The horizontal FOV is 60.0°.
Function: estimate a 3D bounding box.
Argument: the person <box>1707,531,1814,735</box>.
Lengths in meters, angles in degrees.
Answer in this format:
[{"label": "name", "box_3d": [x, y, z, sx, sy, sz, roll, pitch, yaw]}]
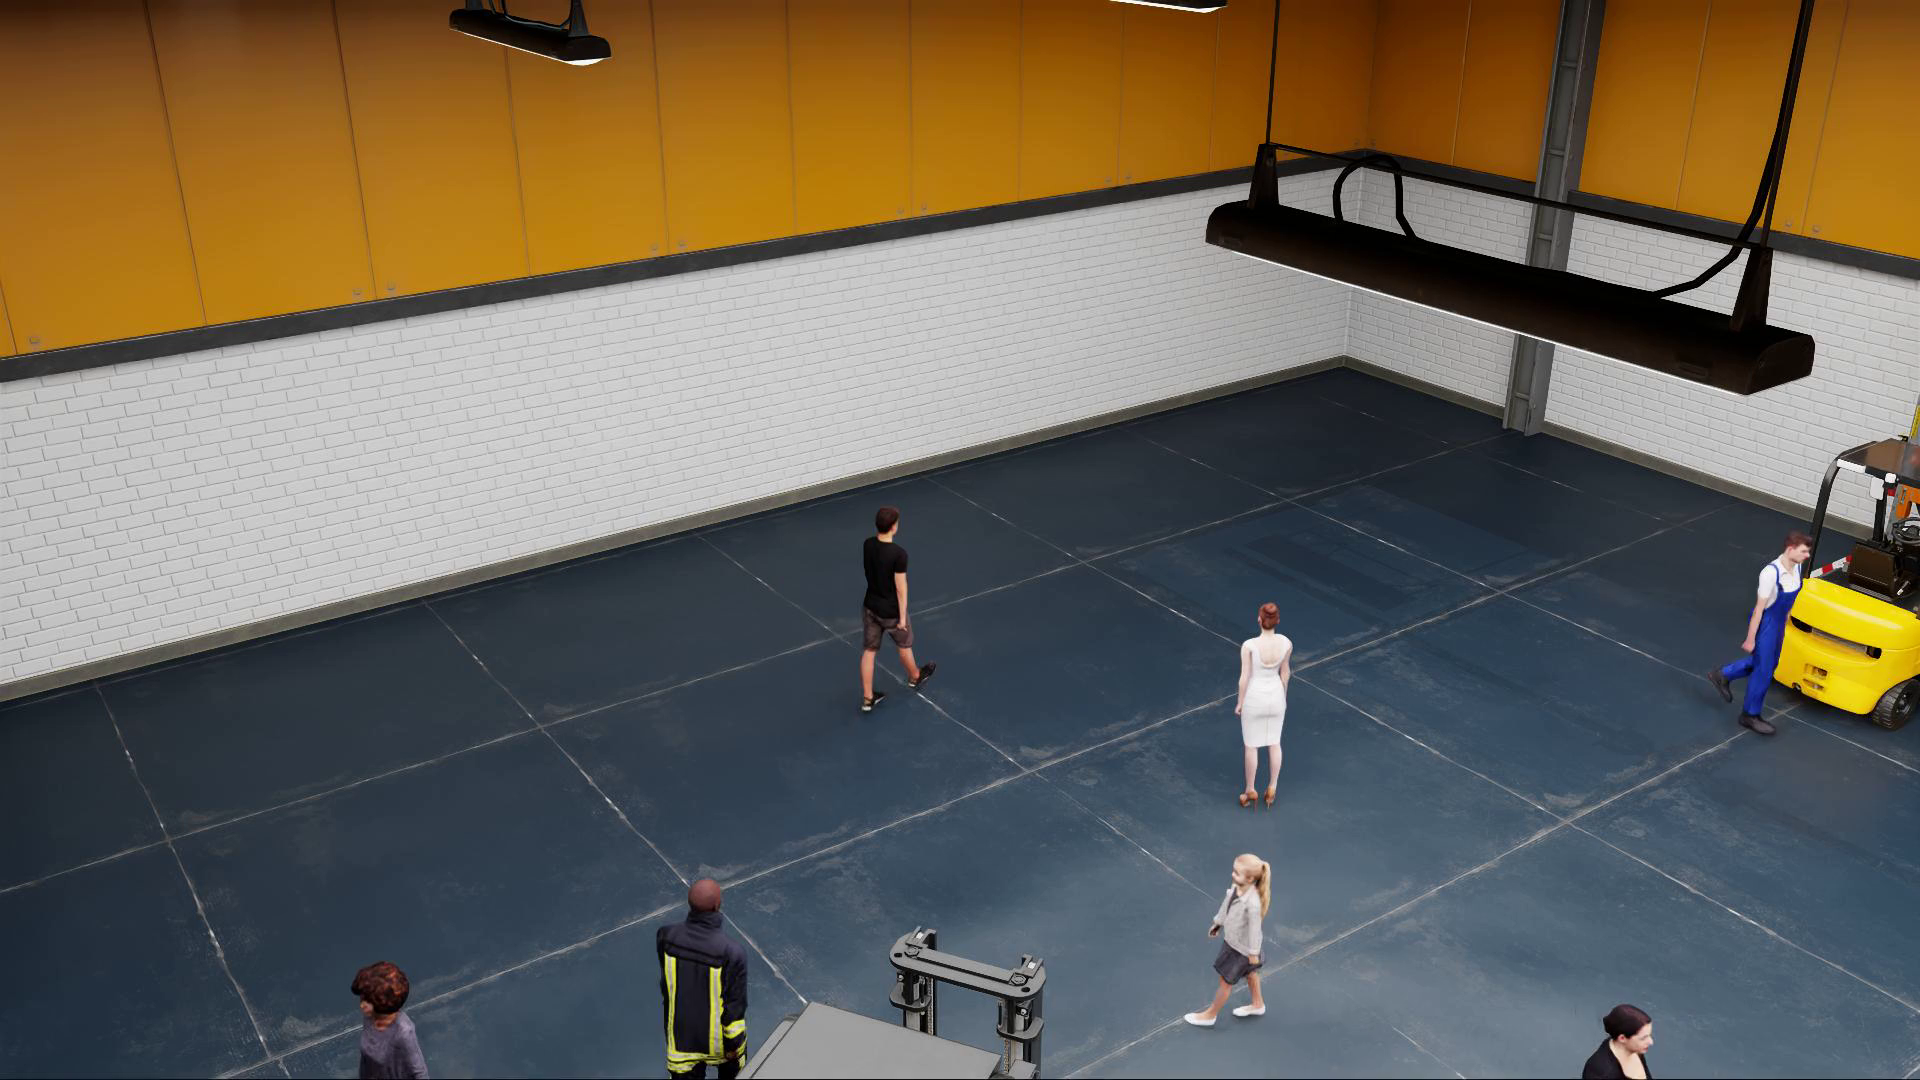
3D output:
[{"label": "person", "box_3d": [6.779, 0.715, 14.104, 0.652, 1.825, 0.944, -12, 26, -25]}]

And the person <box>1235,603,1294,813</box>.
[{"label": "person", "box_3d": [2.341, 1.279, 12.855, 0.636, 1.791, 0.630, -4, 24, -9]}]

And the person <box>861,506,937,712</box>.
[{"label": "person", "box_3d": [-0.716, 0.618, 14.321, 1.130, 1.827, 0.982, 16, 28, 32]}]

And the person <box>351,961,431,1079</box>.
[{"label": "person", "box_3d": [-2.958, 2.996, 9.059, 0.970, 1.684, 0.798, 21, 31, 39]}]

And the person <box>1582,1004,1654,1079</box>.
[{"label": "person", "box_3d": [3.251, 3.119, 8.729, 1.081, 1.724, 0.863, 17, 29, 34]}]

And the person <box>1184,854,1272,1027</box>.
[{"label": "person", "box_3d": [1.862, 2.549, 10.622, 0.788, 1.252, 0.800, -2, 24, -3]}]

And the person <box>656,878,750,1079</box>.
[{"label": "person", "box_3d": [-1.486, 2.777, 9.443, 1.293, 1.778, 1.288, 6, 24, 13]}]
